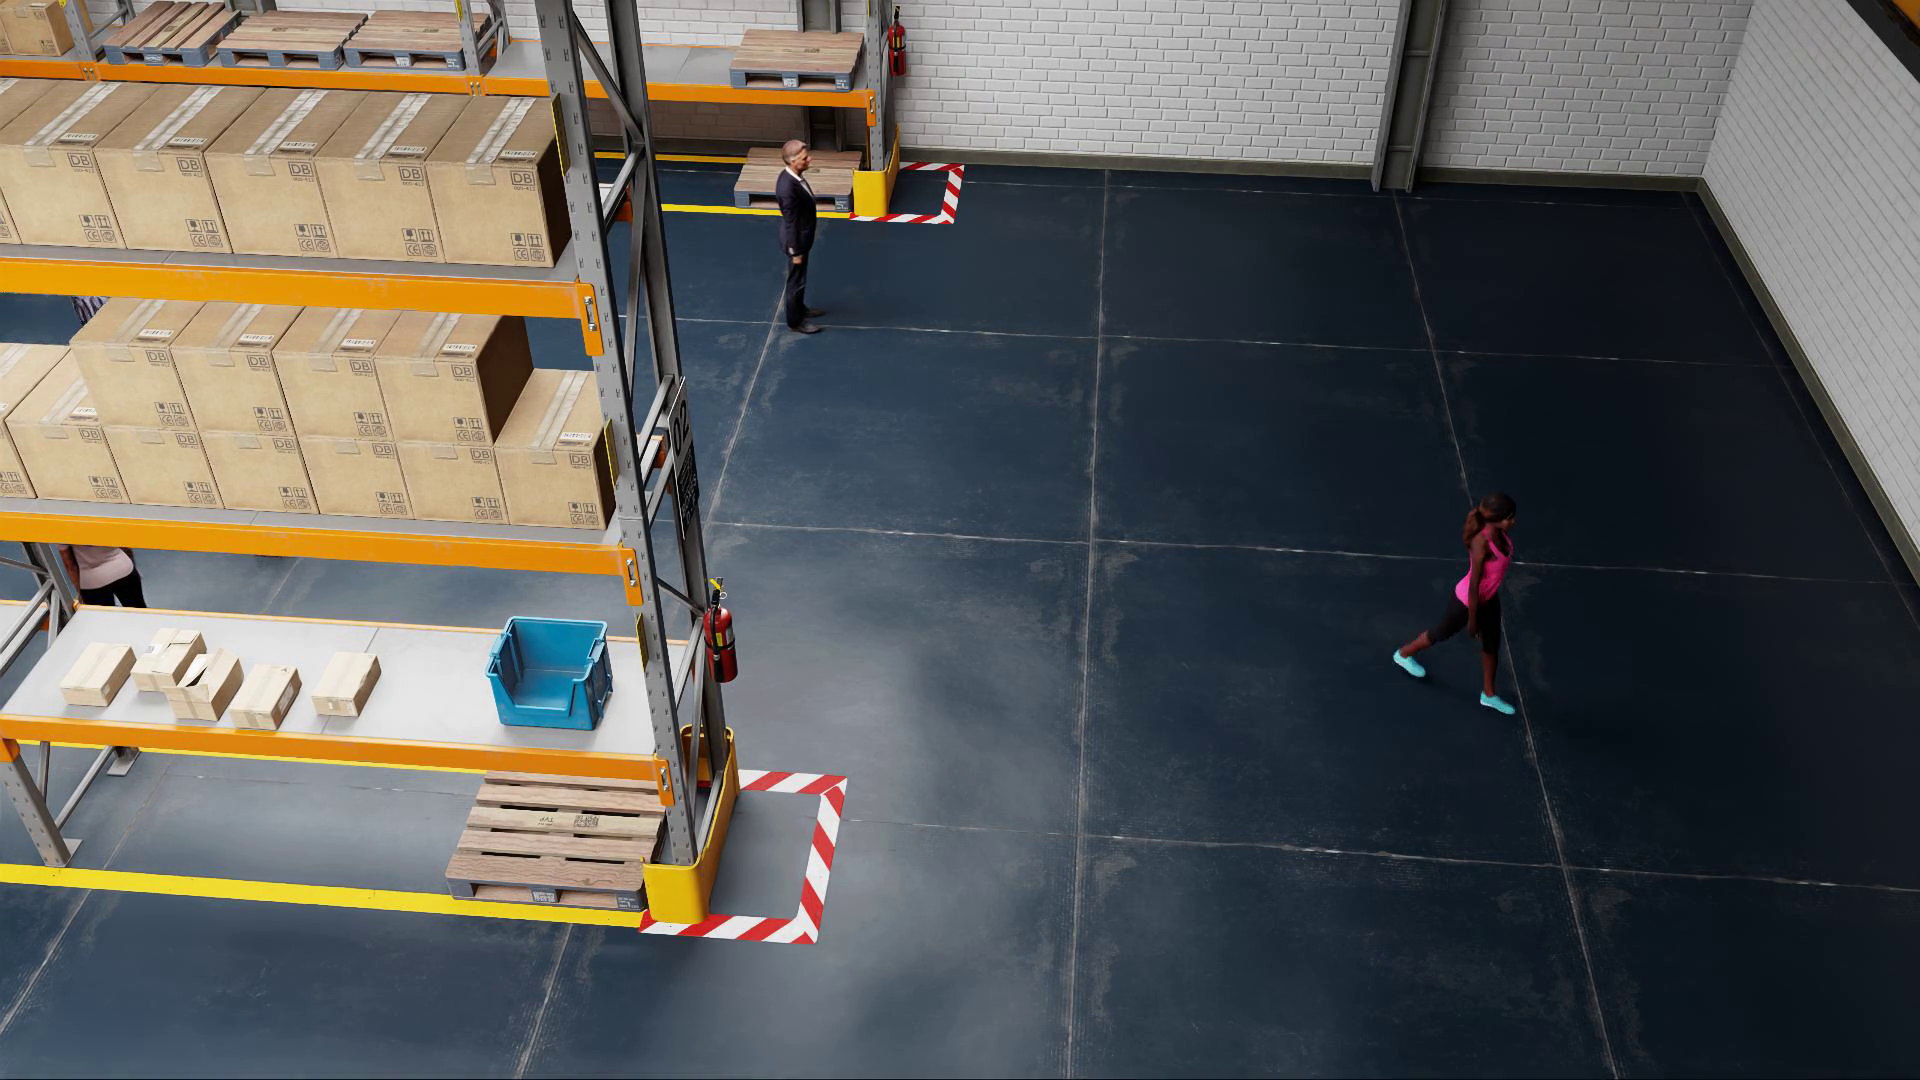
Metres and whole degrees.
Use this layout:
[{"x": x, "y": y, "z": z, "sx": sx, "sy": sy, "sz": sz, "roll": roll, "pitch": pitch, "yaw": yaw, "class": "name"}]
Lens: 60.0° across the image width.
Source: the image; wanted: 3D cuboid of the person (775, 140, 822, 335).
[{"x": -1.454, "y": -2.711, "z": 14.771, "sx": 0.614, "sy": 1.812, "sz": 0.696, "roll": -1, "pitch": 39, "yaw": -1, "class": "person"}]

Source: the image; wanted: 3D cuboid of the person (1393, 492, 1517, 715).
[{"x": 3.313, "y": 0.370, "z": 11.019, "sx": 1.172, "sy": 1.680, "sz": 1.005, "roll": 28, "pitch": 46, "yaw": 30, "class": "person"}]
